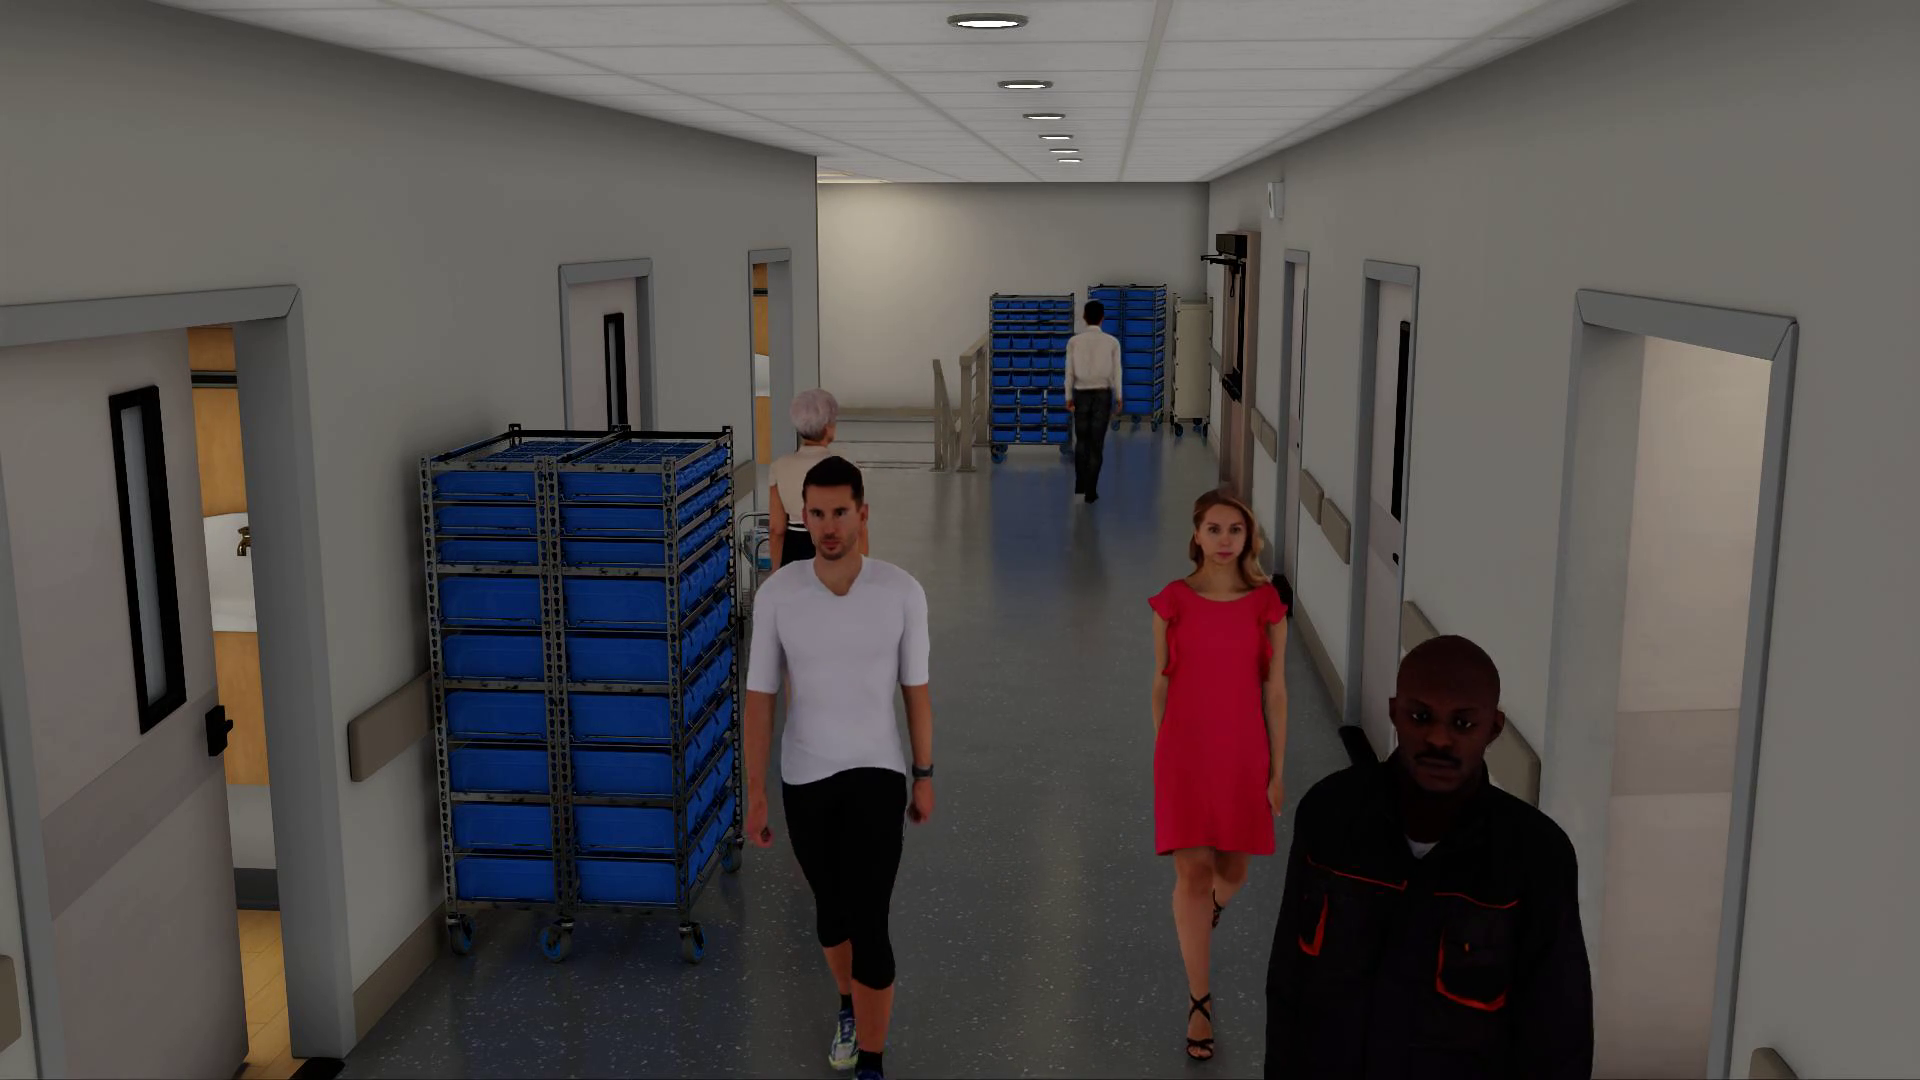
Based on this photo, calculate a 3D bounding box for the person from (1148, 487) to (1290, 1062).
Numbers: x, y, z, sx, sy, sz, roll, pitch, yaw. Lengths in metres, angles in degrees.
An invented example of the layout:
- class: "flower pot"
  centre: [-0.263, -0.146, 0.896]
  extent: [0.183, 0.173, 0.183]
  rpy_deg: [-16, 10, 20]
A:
- class: "person"
  centre: [0.778, 0.674, 5.126]
  extent: [0.562, 1.701, 0.946]
  rpy_deg: [1, 11, 5]

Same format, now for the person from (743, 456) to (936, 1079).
- class: "person"
  centre: [-0.329, 0.665, 4.837]
  extent: [0.651, 1.826, 0.971]
  rpy_deg: [1, 11, 5]

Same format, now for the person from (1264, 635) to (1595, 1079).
- class: "person"
  centre: [0.816, 1.025, 2.977]
  extent: [0.894, 1.813, 1.030]
  rpy_deg: [5, 12, 24]

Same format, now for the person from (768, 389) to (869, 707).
- class: "person"
  centre: [-0.634, 0.203, 7.469]
  extent: [0.662, 1.753, 0.572]
  rpy_deg: [3, 11, 14]

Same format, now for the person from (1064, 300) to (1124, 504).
- class: "person"
  centre: [1.171, -1.222, 14.863]
  extent: [0.706, 1.796, 0.680]
  rpy_deg: [3, 11, 14]
